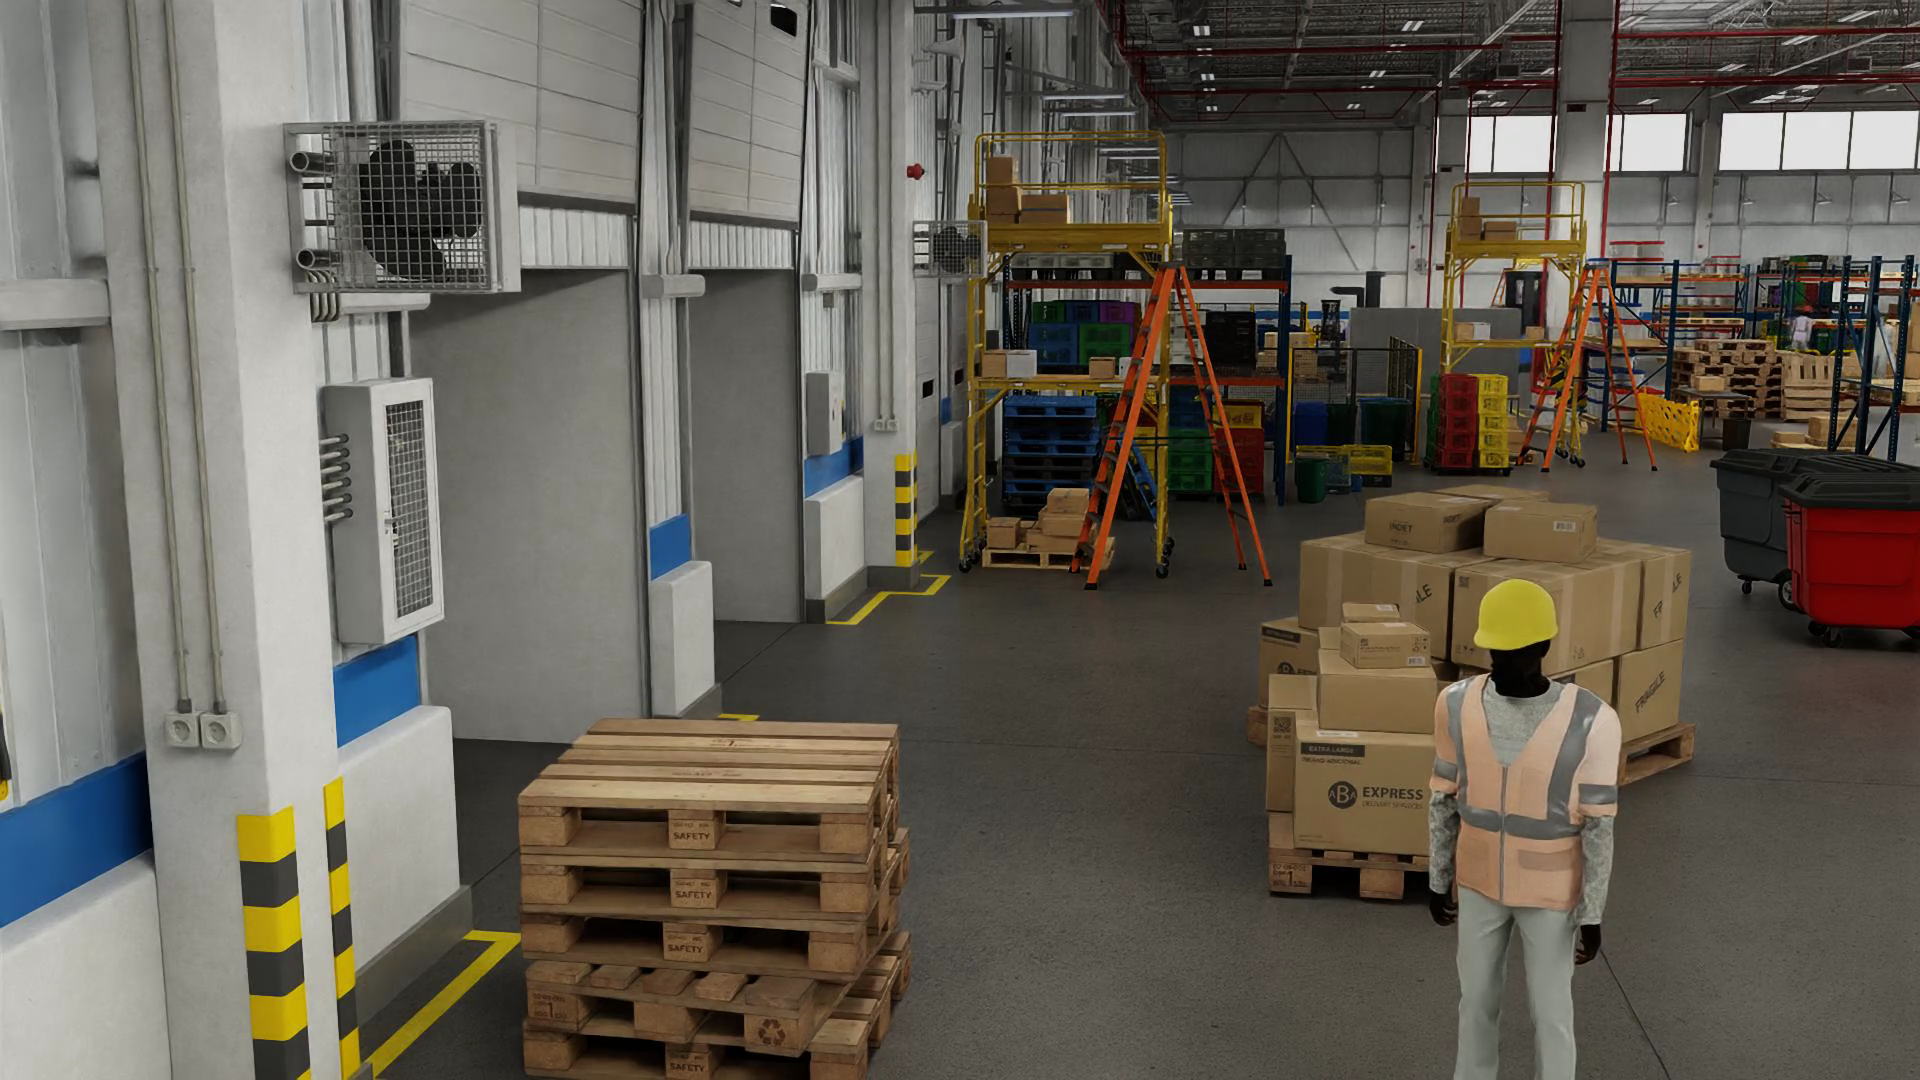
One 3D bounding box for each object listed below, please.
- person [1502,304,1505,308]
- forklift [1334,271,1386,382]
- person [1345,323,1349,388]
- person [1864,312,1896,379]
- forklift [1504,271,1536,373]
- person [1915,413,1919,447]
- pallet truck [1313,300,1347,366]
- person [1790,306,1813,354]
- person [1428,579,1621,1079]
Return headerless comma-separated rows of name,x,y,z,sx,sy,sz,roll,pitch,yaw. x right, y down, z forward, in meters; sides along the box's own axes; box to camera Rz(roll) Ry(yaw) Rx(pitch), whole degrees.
person,15.434,-5.777,47.377,0.640,1.911,0.849,-2,9,-14
forklift,10.436,-5.400,42.069,1.873,2.768,1.129,1,9,9
person,9.469,-4.573,39.866,0.552,1.938,0.357,-6,11,-35
person,20.784,-4.197,37.623,0.642,1.924,0.399,8,12,40
forklift,15.262,-5.964,45.551,1.873,2.768,1.129,-3,10,-18
person,15.632,-2.346,26.750,0.319,1.739,0.485,9,13,43
pallet truck,11.159,-6.200,49.718,0.823,1.965,1.885,4,10,26
person,23.547,-5.623,46.607,1.066,1.869,0.621,-7,12,-38
person,1.718,1.064,5.173,0.587,1.918,0.398,7,12,38
